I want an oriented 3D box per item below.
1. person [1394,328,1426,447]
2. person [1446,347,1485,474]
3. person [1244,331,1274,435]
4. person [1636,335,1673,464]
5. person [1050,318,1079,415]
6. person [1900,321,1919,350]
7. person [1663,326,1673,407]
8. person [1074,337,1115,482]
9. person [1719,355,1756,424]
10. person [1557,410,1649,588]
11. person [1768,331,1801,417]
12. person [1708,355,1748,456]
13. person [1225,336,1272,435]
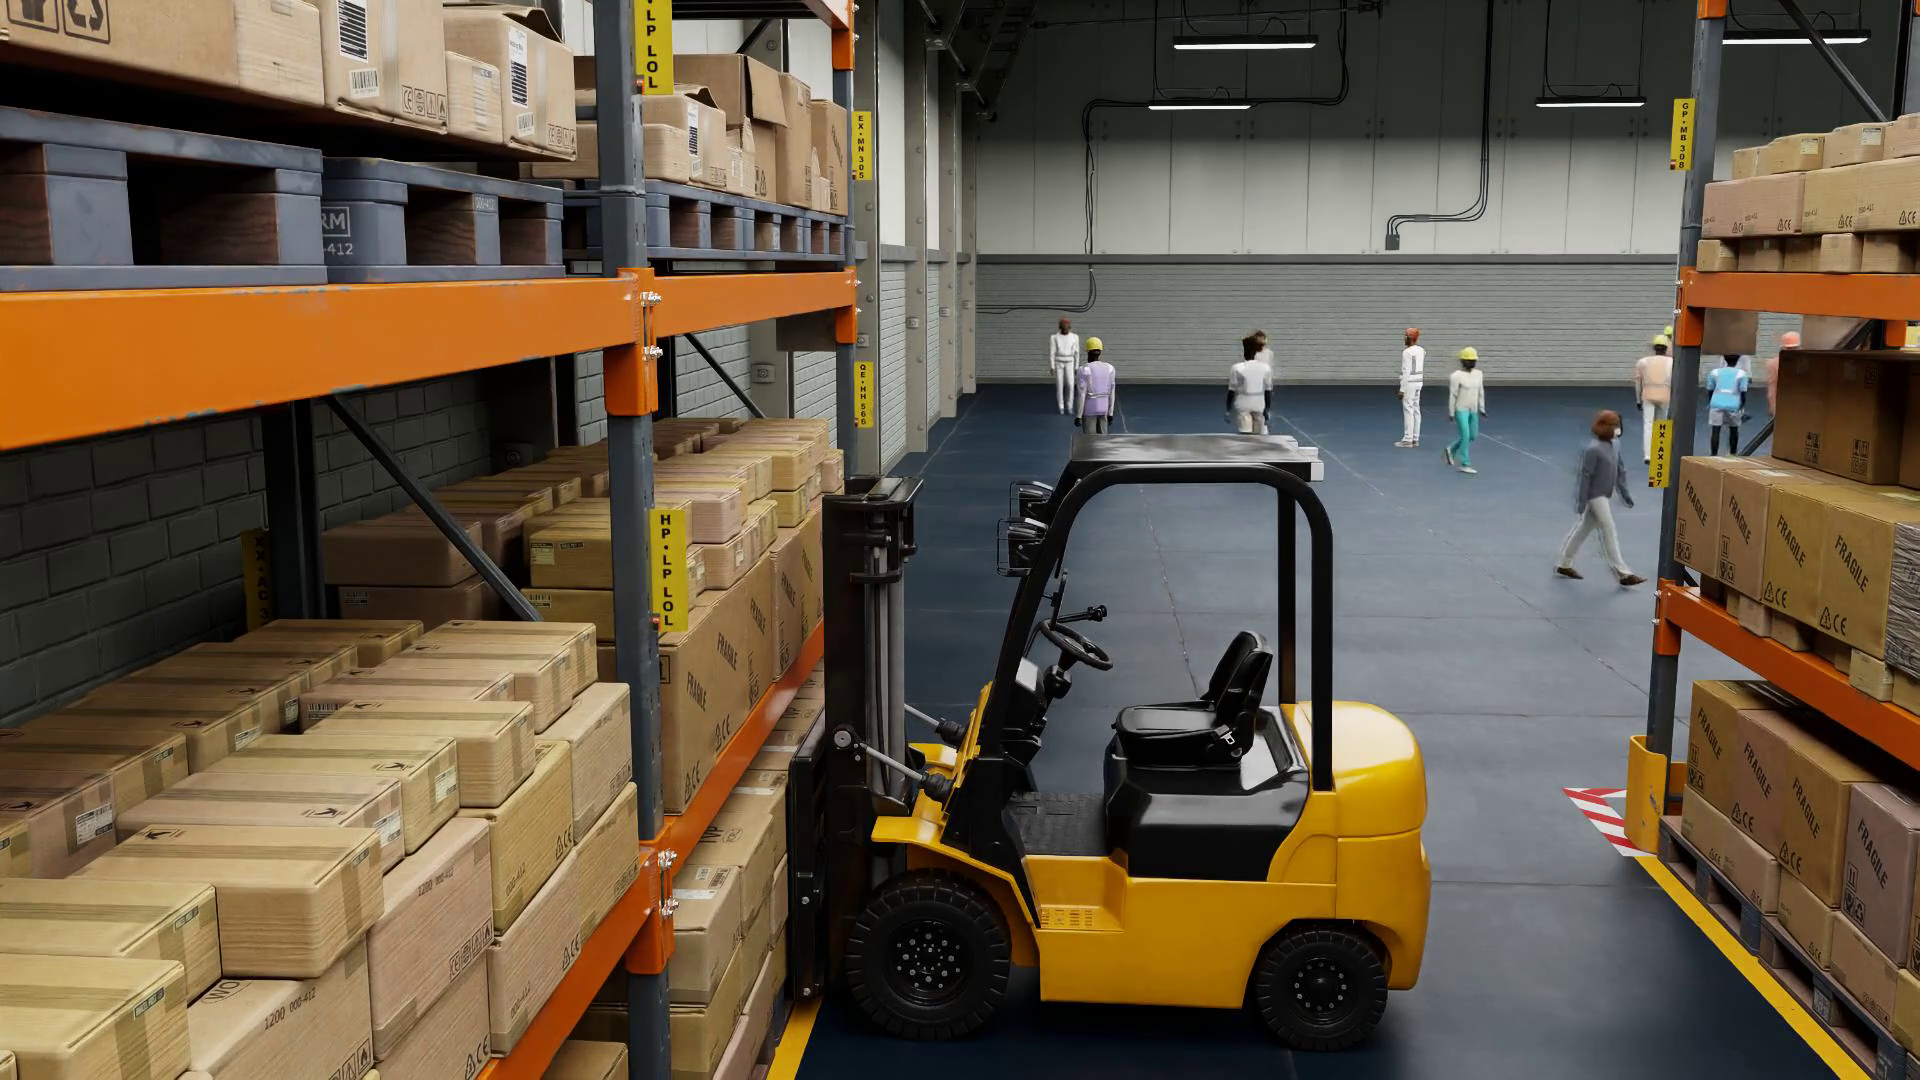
[{"bbox_3d":[7.112,-2.401,26.275,0.356,1.883,0.574,8,12,41],"label":"person"},{"bbox_3d":[6.998,-1.818,23.133,0.537,1.746,0.650,-4,10,-25],"label":"person"},{"bbox_3d":[4.816,-2.472,26.910,0.559,1.811,1.009,0,9,-1],"label":"person"},{"bbox_3d":[10.143,-2.050,24.221,0.579,1.869,1.024,4,10,23],"label":"person"},{"bbox_3d":[2.004,-3.320,31.919,0.582,1.858,0.729,0,9,-1],"label":"person"},{"bbox_3d":[20.085,-3.850,35.177,0.633,1.842,0.429,5,11,28],"label":"person"},{"bbox_3d":[13.363,-3.155,31.285,0.530,1.737,0.808,-1,9,-7],"label":"person"},{"bbox_3d":[1.755,-1.694,21.849,0.594,1.924,0.382,-5,11,-30],"label":"person"},{"bbox_3d":[14.063,-3.025,30.041,0.977,1.880,0.579,-3,10,-16],"label":"person"},{"bbox_3d":[5.789,-0.379,14.953,0.899,1.577,0.503,9,13,43],"label":"person"},{"bbox_3d":[11.532,-1.914,23.095,0.617,1.965,0.537,1,9,8],"label":"person"},{"bbox_3d":[11.079,-1.919,24.018,0.551,1.659,0.818,6,11,33],"label":"person"},{"bbox_3d":[3.908,-1.780,22.423,0.610,1.928,1.005,-3,10,-20],"label":"person"}]
